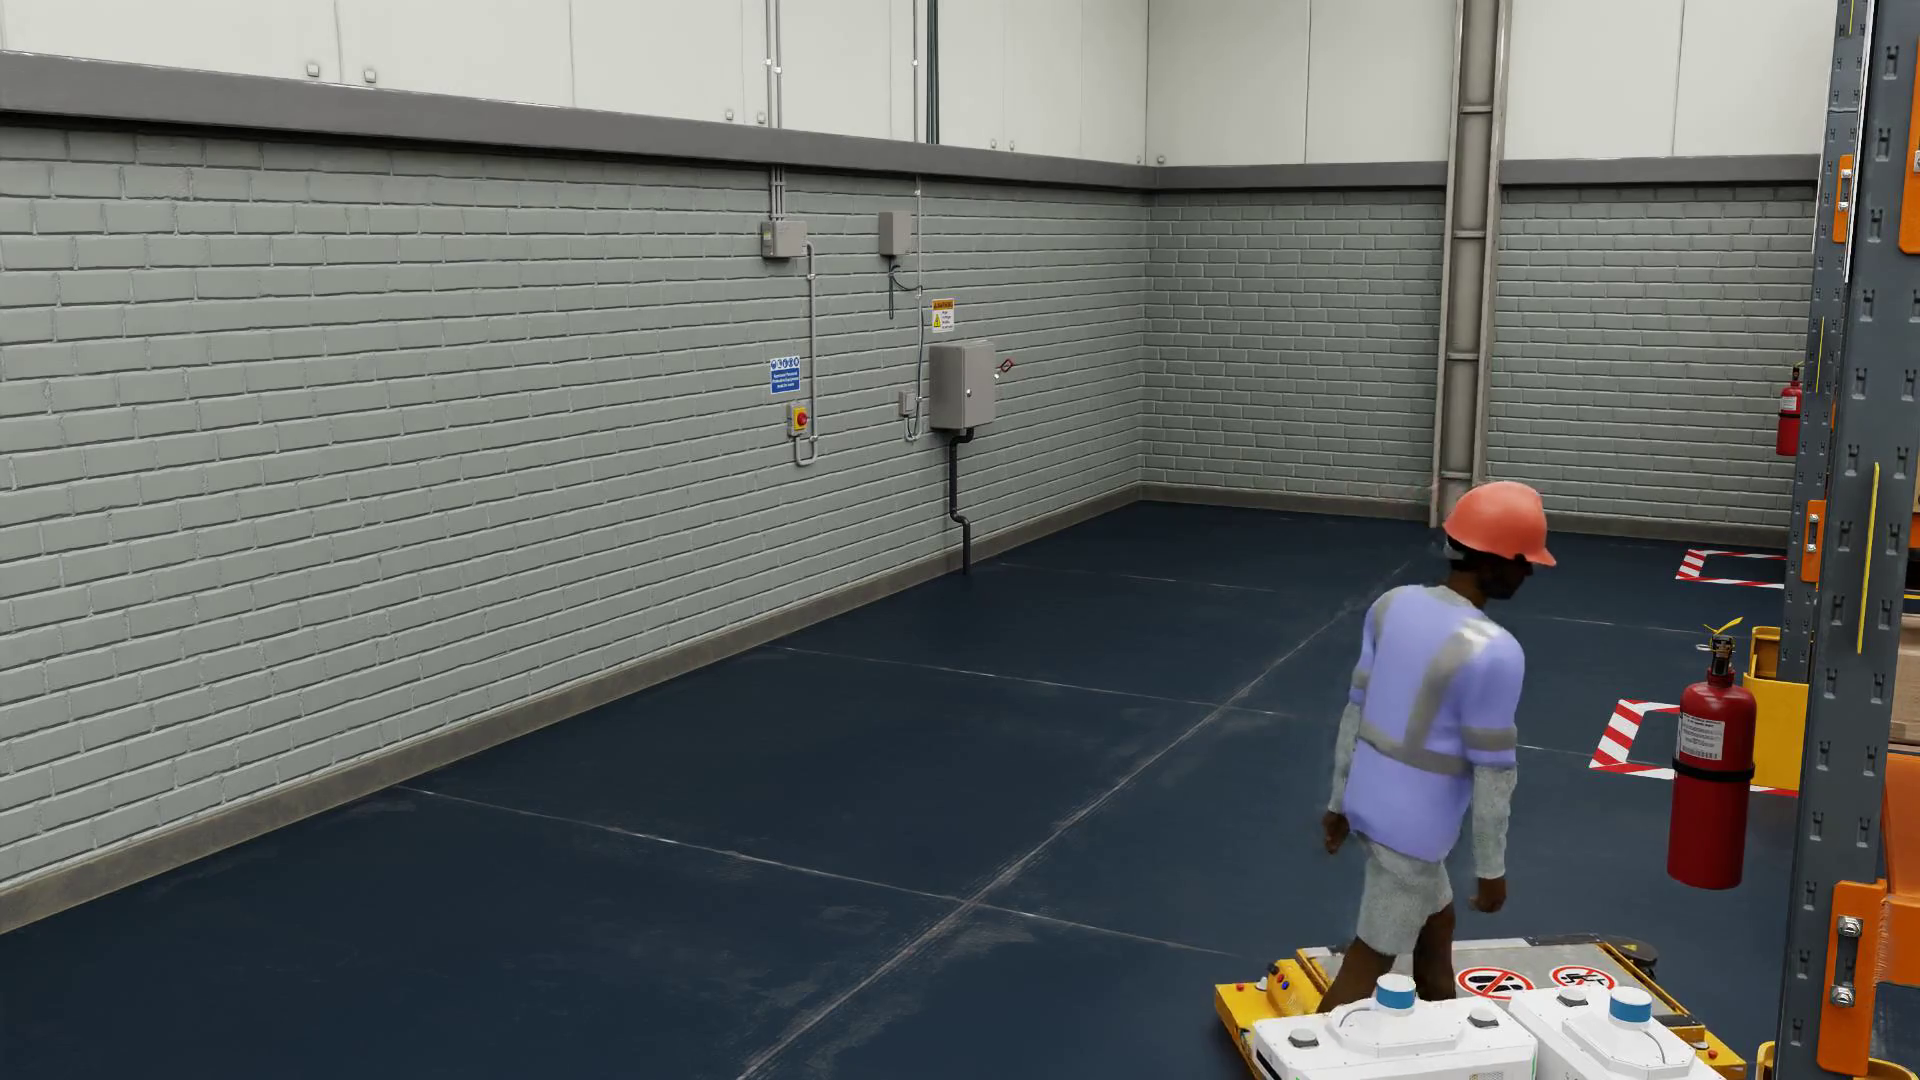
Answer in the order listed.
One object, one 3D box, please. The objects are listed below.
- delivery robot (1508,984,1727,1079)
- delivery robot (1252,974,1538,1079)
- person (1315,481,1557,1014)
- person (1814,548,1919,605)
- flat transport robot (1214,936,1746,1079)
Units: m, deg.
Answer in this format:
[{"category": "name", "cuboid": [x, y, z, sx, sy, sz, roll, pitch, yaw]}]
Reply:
[{"category": "delivery robot", "cuboid": [1.736, 1.412, 4.341, 0.477, 0.478, 0.707, -2, 11, -11]}, {"category": "delivery robot", "cuboid": [1.147, 1.398, 4.418, 0.707, 0.478, 0.477, -2, 11, -12]}, {"category": "person", "cuboid": [1.311, 0.765, 4.536, 0.904, 1.869, 0.547, -2, 11, -13]}, {"category": "person", "cuboid": [6.160, -0.429, 11.006, 0.805, 1.888, 0.603, 7, 12, 32]}, {"category": "flat transport robot", "cuboid": [1.565, 1.460, 5.114, 1.431, 0.197, 0.652, -1, 10, -6]}]
